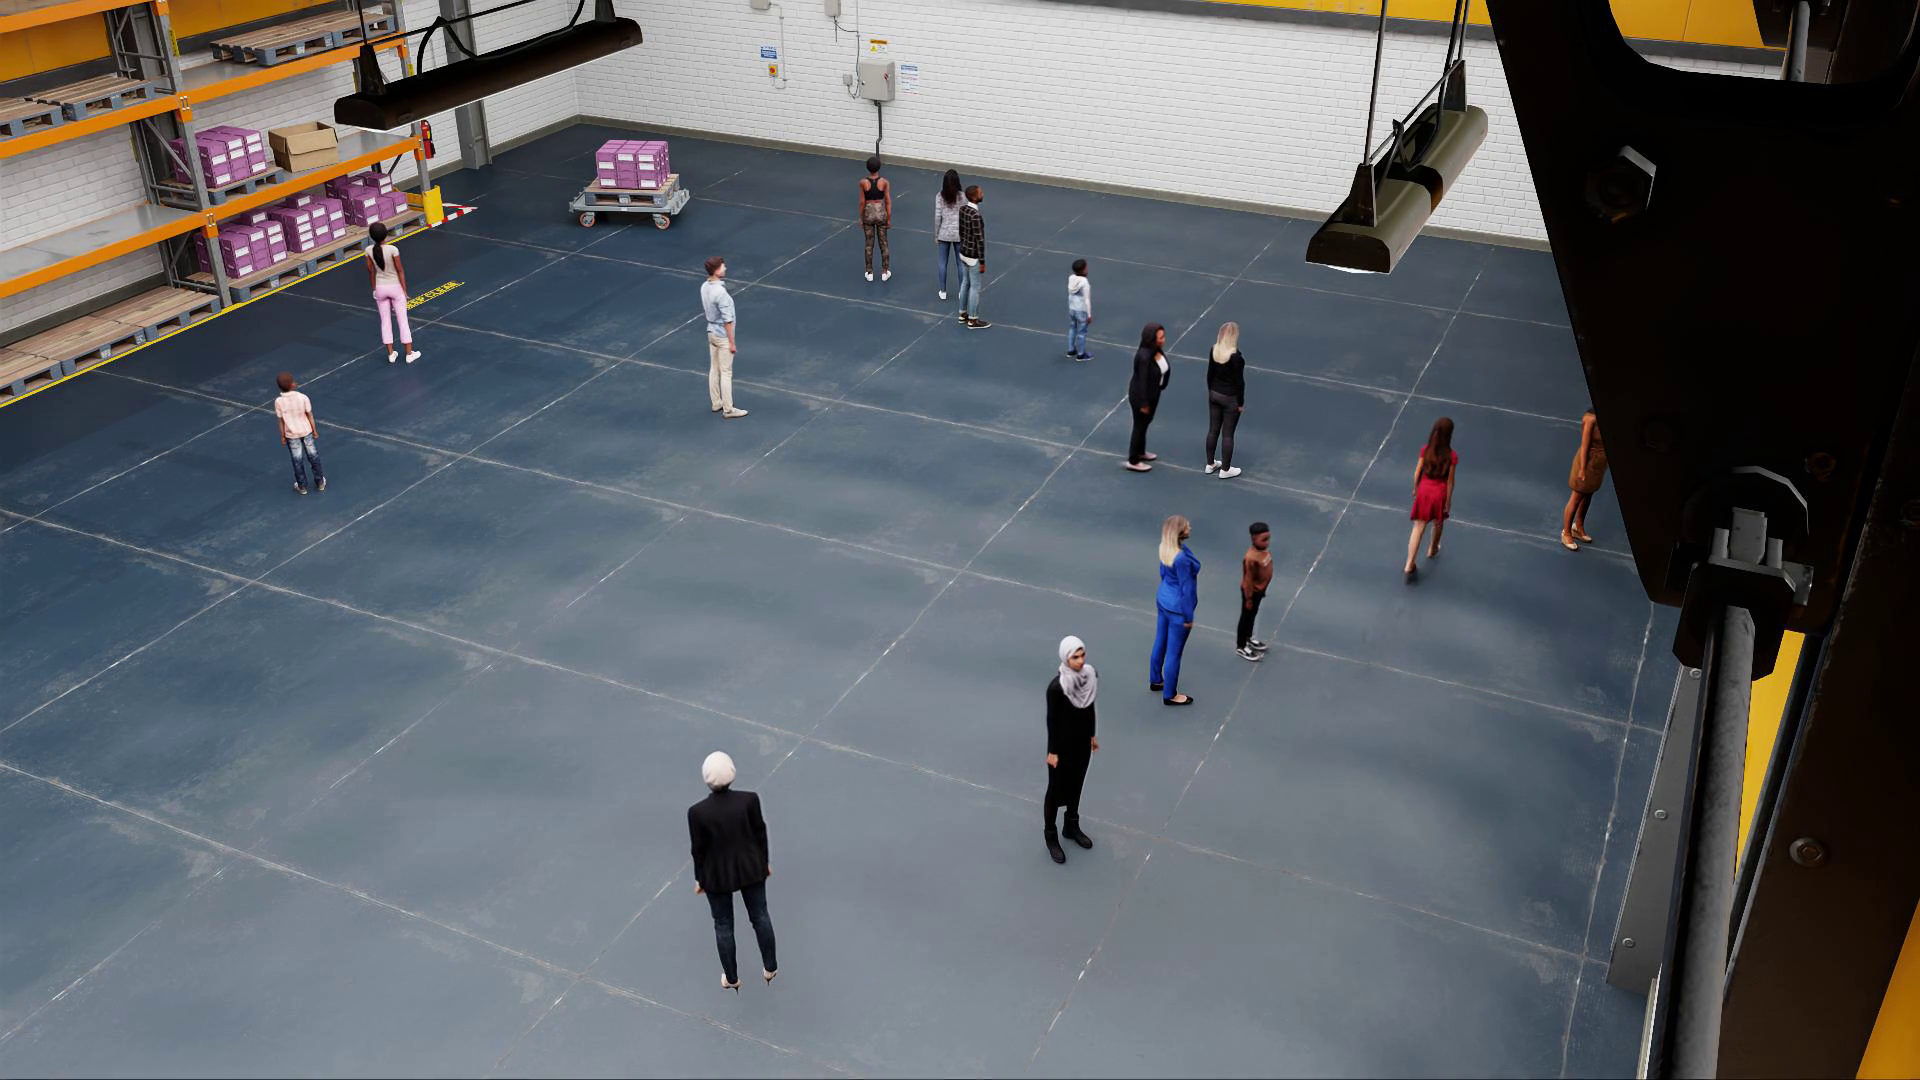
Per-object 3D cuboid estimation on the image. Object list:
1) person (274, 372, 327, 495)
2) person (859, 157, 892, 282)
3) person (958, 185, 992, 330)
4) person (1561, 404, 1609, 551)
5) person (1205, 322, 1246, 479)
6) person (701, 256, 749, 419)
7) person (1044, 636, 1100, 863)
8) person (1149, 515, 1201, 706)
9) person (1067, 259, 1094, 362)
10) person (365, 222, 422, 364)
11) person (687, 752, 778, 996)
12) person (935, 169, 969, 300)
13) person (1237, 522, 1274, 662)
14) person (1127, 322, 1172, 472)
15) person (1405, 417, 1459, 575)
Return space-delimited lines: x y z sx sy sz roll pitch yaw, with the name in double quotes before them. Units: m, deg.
"person" -6.756 -1.100 16.979 0.562 1.307 0.637 -14 32 -24
"person" -1.154 -4.361 22.547 0.662 1.700 0.668 -2 29 -3
"person" 0.140 -3.589 21.006 0.774 1.820 0.745 -13 31 -23
"person" 6.018 -0.722 15.886 0.577 1.690 0.691 -21 35 -34
"person" 2.735 -1.453 17.229 0.666 1.687 0.678 -23 36 -35
"person" -2.680 -2.277 18.574 0.728 1.848 0.730 -19 34 -31
"person" 0.770 1.455 11.800 0.618 1.780 0.739 -21 35 -33
"person" 1.732 0.556 13.533 0.762 1.701 0.699 -9 30 -17
"person" 1.440 -2.798 20.142 0.594 1.260 0.561 -20 34 -32
"person" -6.853 -2.980 19.972 0.640 1.740 0.628 2 29 3
"person" -1.350 2.056 10.203 0.837 1.780 0.796 -8 30 -14
"person" -0.108 -4.028 21.904 0.688 1.732 0.656 1 29 2
"person" 2.514 0.410 14.266 0.604 1.255 0.448 17 33 29
"person" 1.940 -1.517 17.425 0.714 1.612 0.581 10 30 17
"person" 4.358 -0.385 15.443 0.588 1.522 1.042 15 32 26
